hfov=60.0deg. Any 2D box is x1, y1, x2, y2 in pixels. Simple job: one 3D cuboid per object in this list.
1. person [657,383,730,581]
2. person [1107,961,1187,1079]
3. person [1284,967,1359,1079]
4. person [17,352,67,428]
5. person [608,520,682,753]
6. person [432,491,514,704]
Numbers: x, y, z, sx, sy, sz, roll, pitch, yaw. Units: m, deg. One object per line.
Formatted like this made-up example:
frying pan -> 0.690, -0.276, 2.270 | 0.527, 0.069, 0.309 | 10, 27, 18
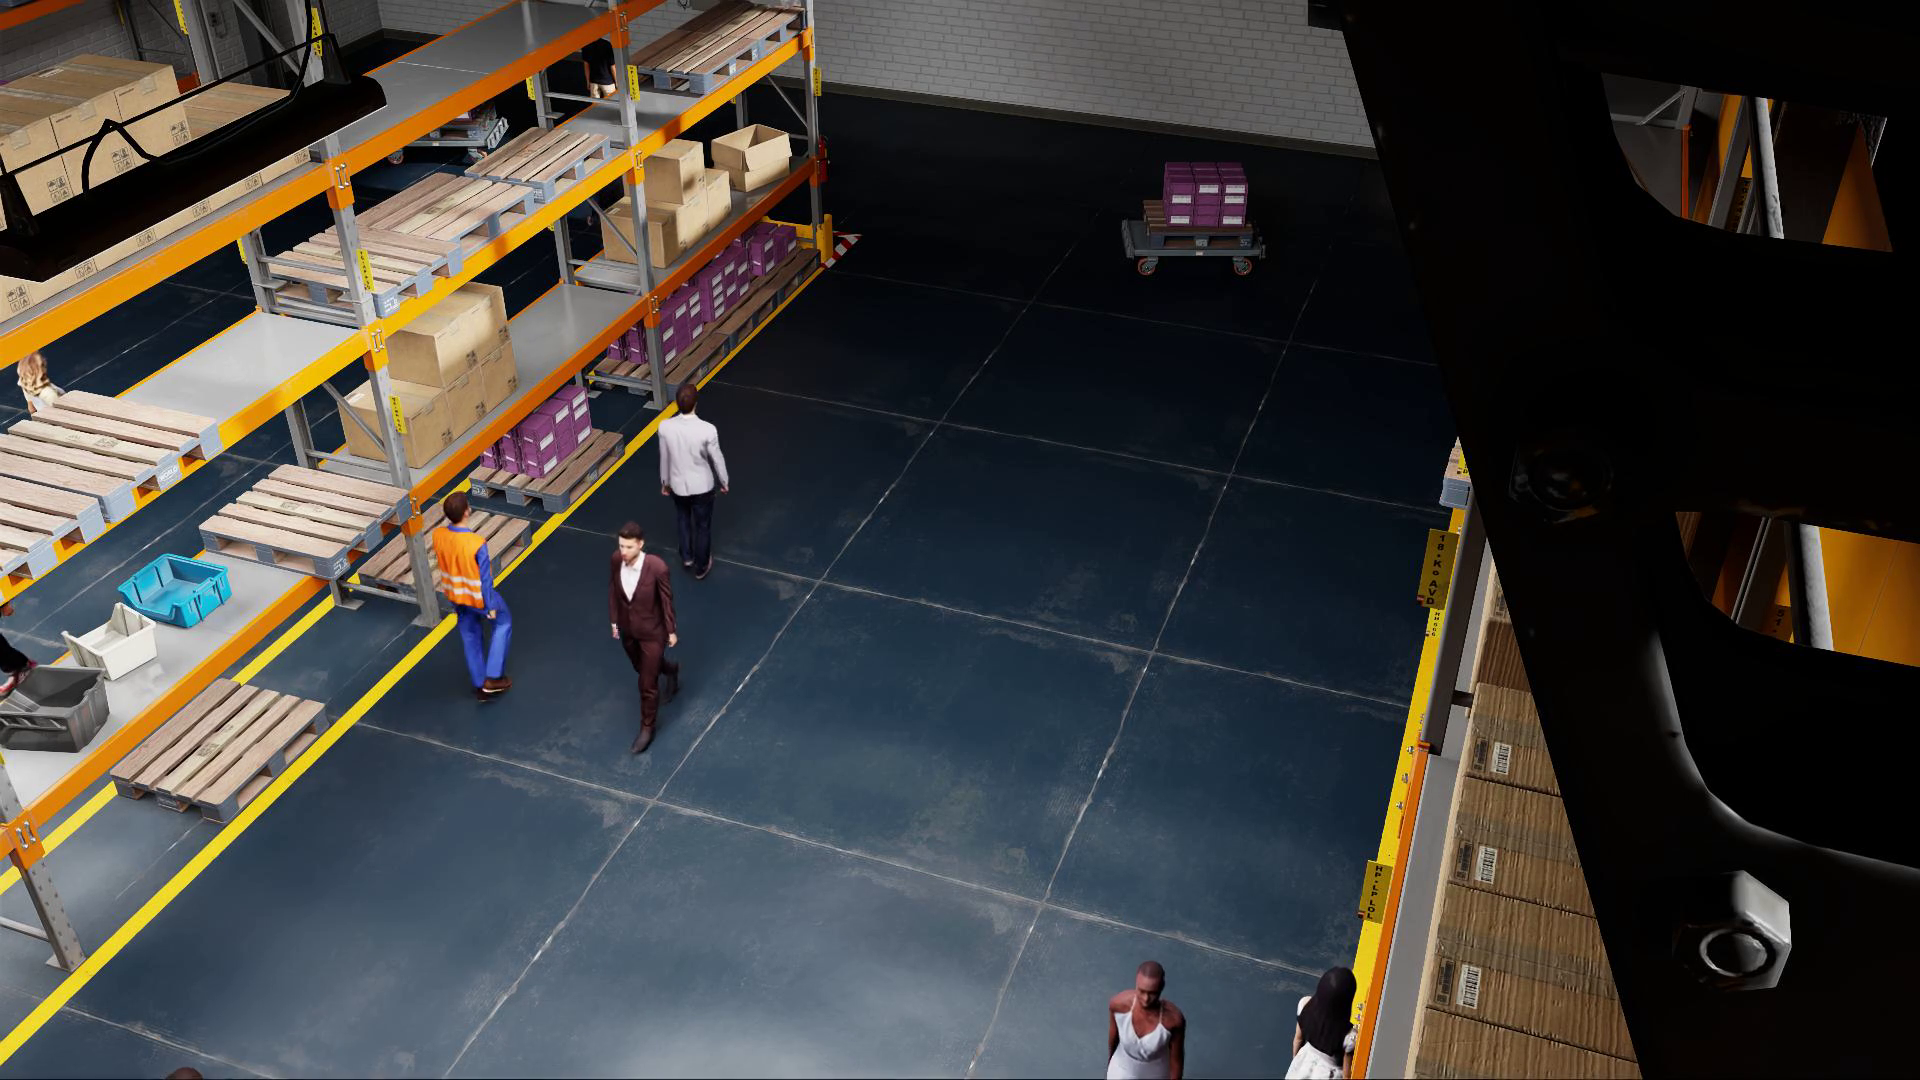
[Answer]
person -> -2.304, -0.439, 14.124 | 0.769, 1.837, 0.700 | 4, 34, 6
person -> 1.030, 2.900, 9.203 | 0.630, 1.723, 1.131 | 10, 35, 14
person -> 1.953, 2.984, 9.034 | 0.800, 1.769, 0.776 | -25, 41, -32
person -> -8.117, -0.932, 14.967 | 0.656, 1.723, 0.594 | 18, 37, 24
person -> -2.353, 0.623, 12.523 | 0.686, 1.840, 1.132 | 12, 36, 18
person -> -3.774, 0.486, 12.721 | 0.695, 1.849, 0.668 | 10, 35, 15
